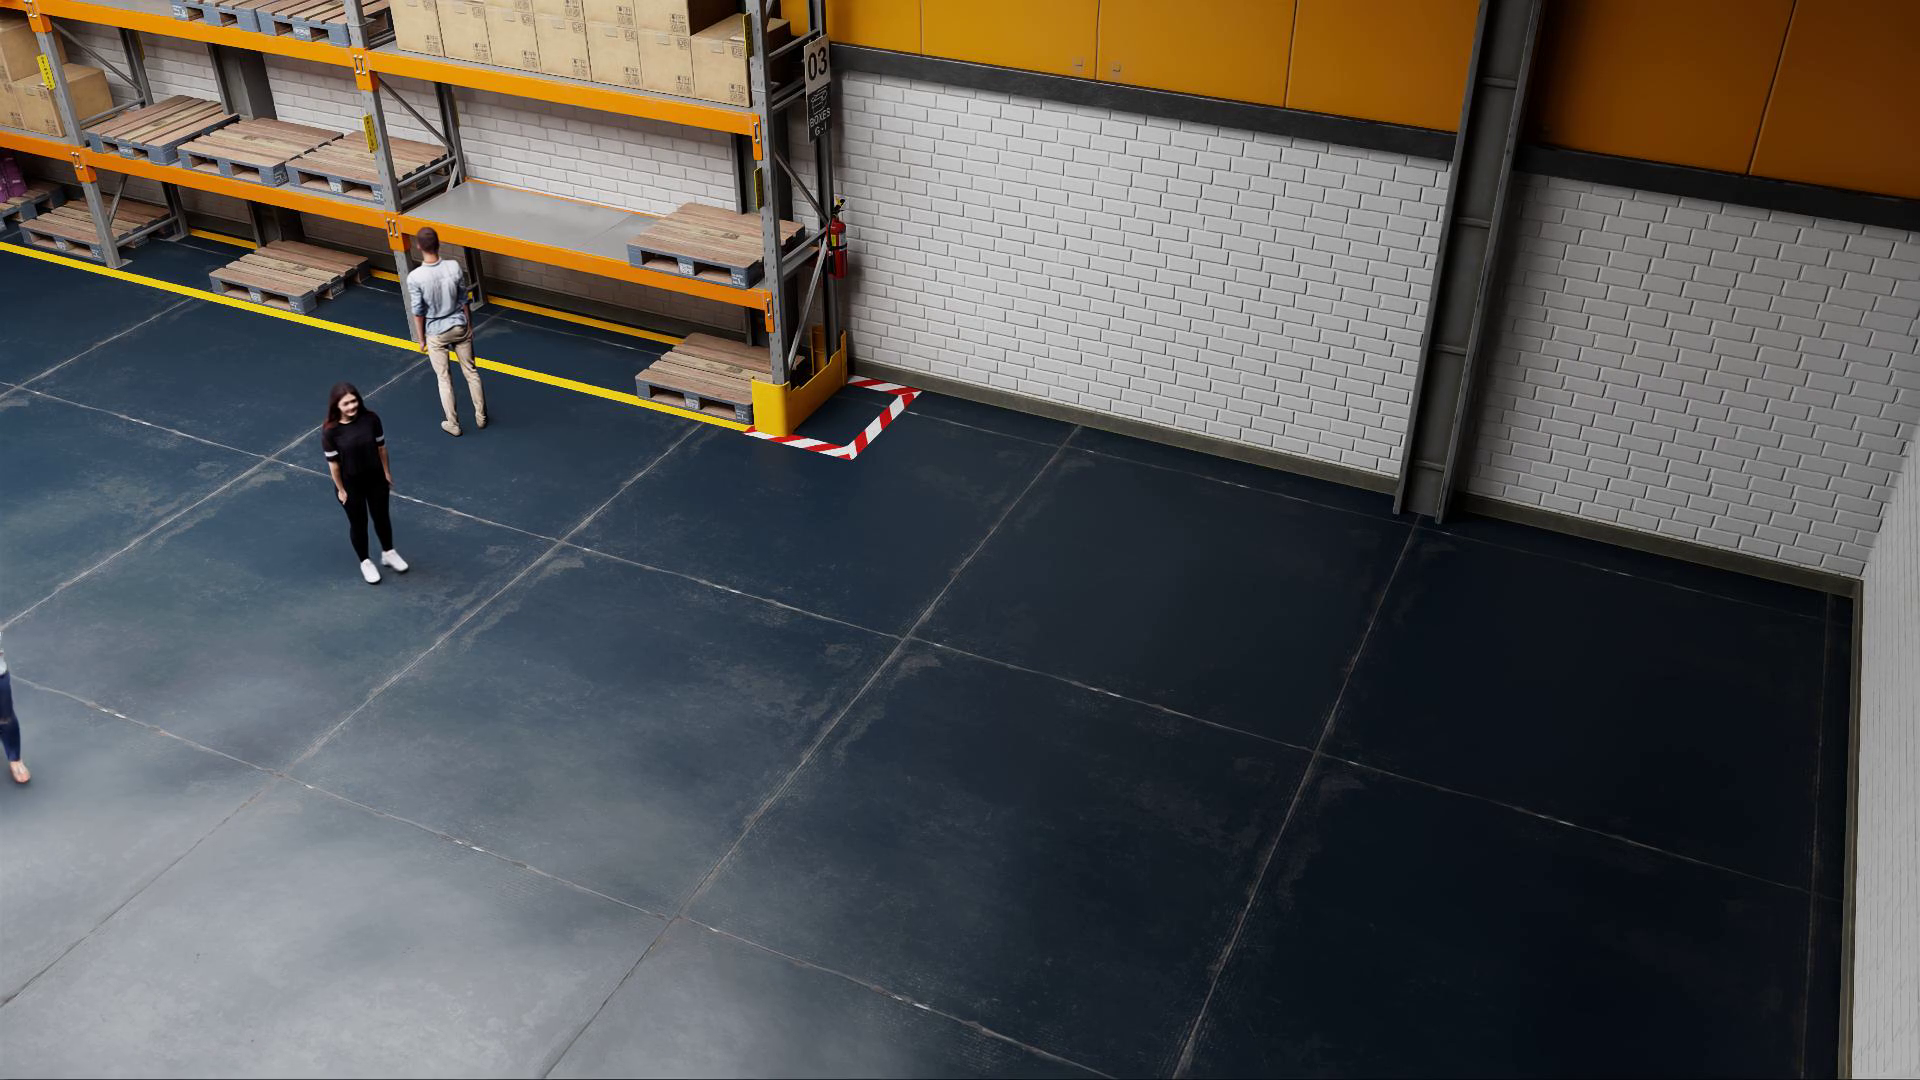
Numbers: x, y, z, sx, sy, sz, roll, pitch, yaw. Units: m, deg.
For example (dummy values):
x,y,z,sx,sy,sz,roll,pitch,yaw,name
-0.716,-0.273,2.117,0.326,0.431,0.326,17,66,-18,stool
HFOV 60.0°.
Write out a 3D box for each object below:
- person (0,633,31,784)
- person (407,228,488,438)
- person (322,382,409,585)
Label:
x,y,z,sx,sy,sz,roll,pitch,yaw,name
-6.188,0.765,10.410,0.823,1.597,0.984,-25,41,-32,person
-4.311,-1.749,13.967,0.736,1.846,0.748,-19,38,-26,person
-4.387,-0.443,12.193,0.691,1.636,0.707,-27,42,-34,person
